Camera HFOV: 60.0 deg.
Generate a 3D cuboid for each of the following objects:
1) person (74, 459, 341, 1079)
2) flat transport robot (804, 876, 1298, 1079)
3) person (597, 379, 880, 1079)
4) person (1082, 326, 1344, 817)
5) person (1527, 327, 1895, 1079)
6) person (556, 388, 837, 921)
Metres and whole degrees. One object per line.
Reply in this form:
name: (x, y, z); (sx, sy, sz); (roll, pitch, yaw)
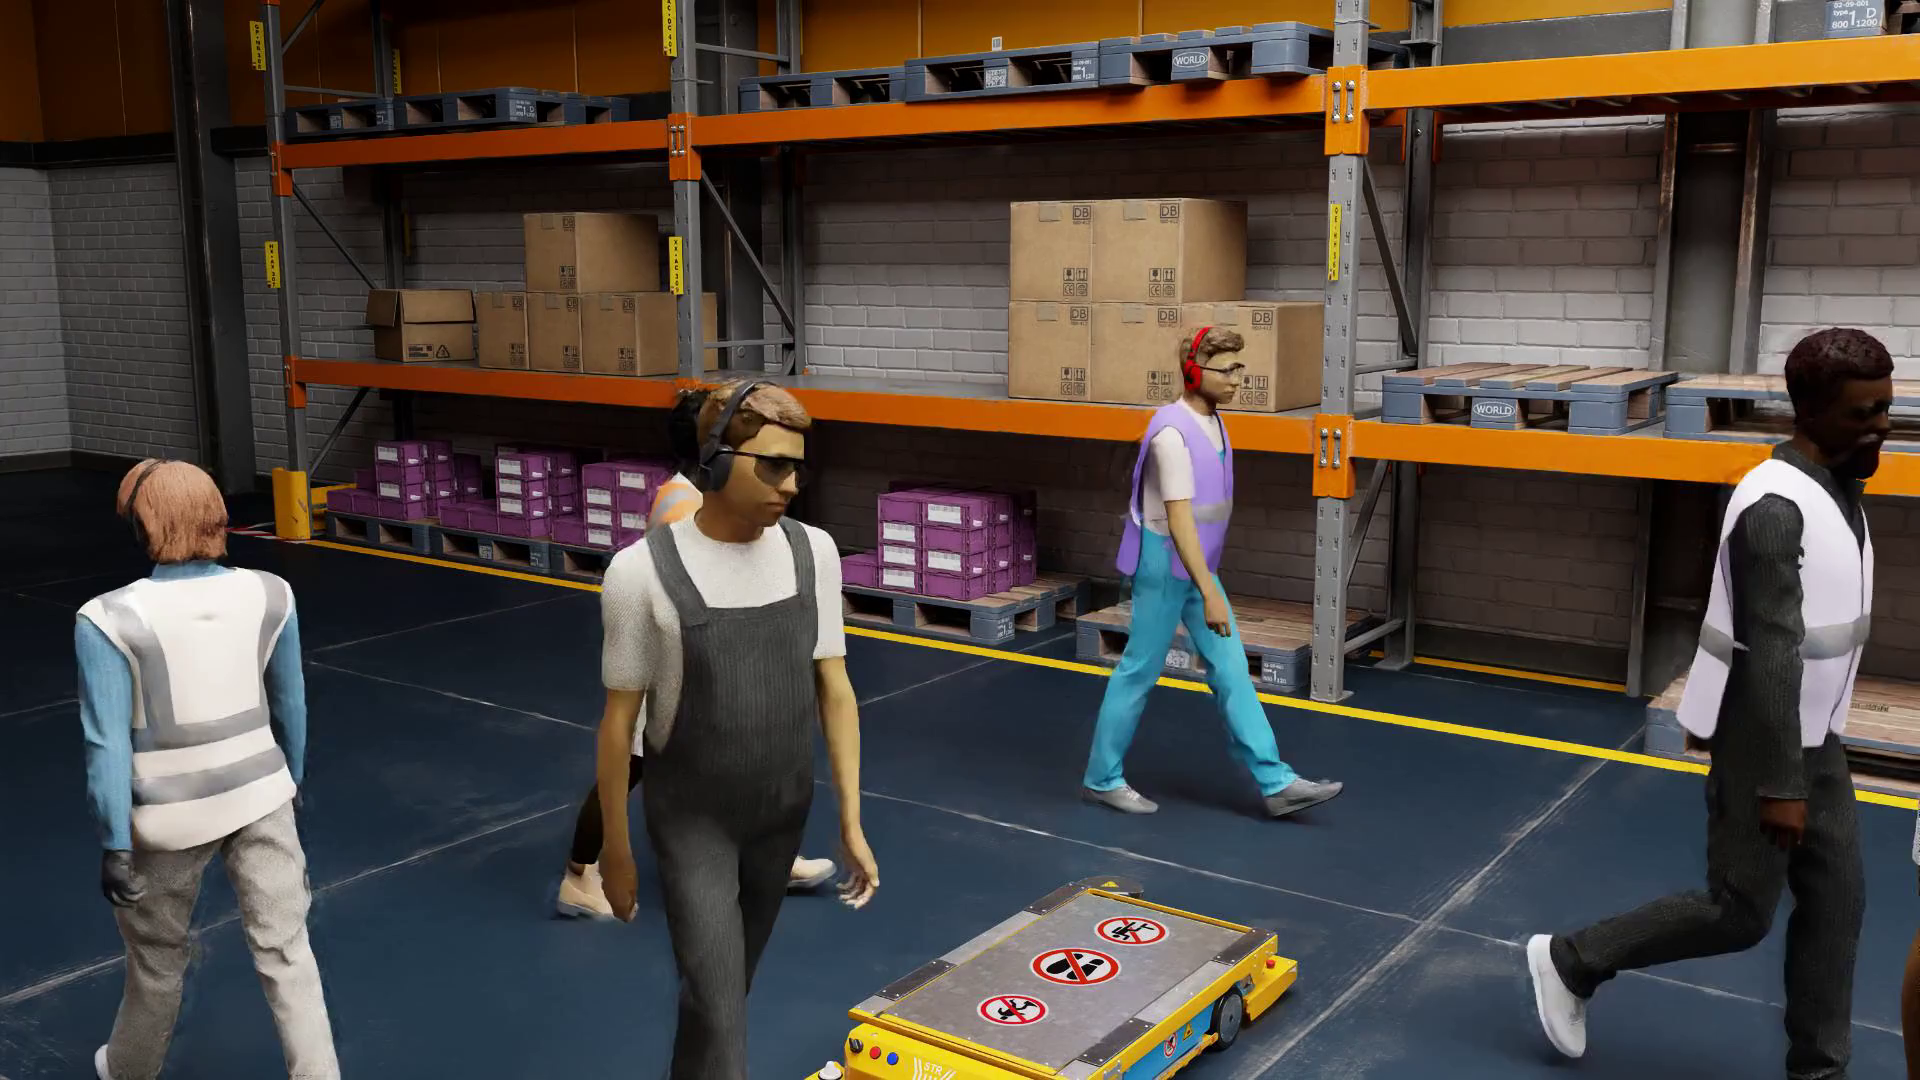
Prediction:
person: (-1.703, 0.609, 3.755); (0.888, 1.588, 0.545); (8, 12, 39)
flat transport robot: (0.254, 1.194, 4.191); (0.652, 0.197, 1.431); (7, 12, 35)
person: (-0.420, 0.585, 3.296); (0.501, 1.787, 0.950); (-7, 12, -38)
person: (0.873, 0.146, 5.909); (0.984, 1.784, 0.586); (5, 11, 27)
person: (1.824, 0.445, 3.857); (0.811, 1.888, 0.590); (9, 13, 41)
person: (-0.846, 0.354, 5.094); (0.864, 1.637, 0.536); (0, 10, -2)
